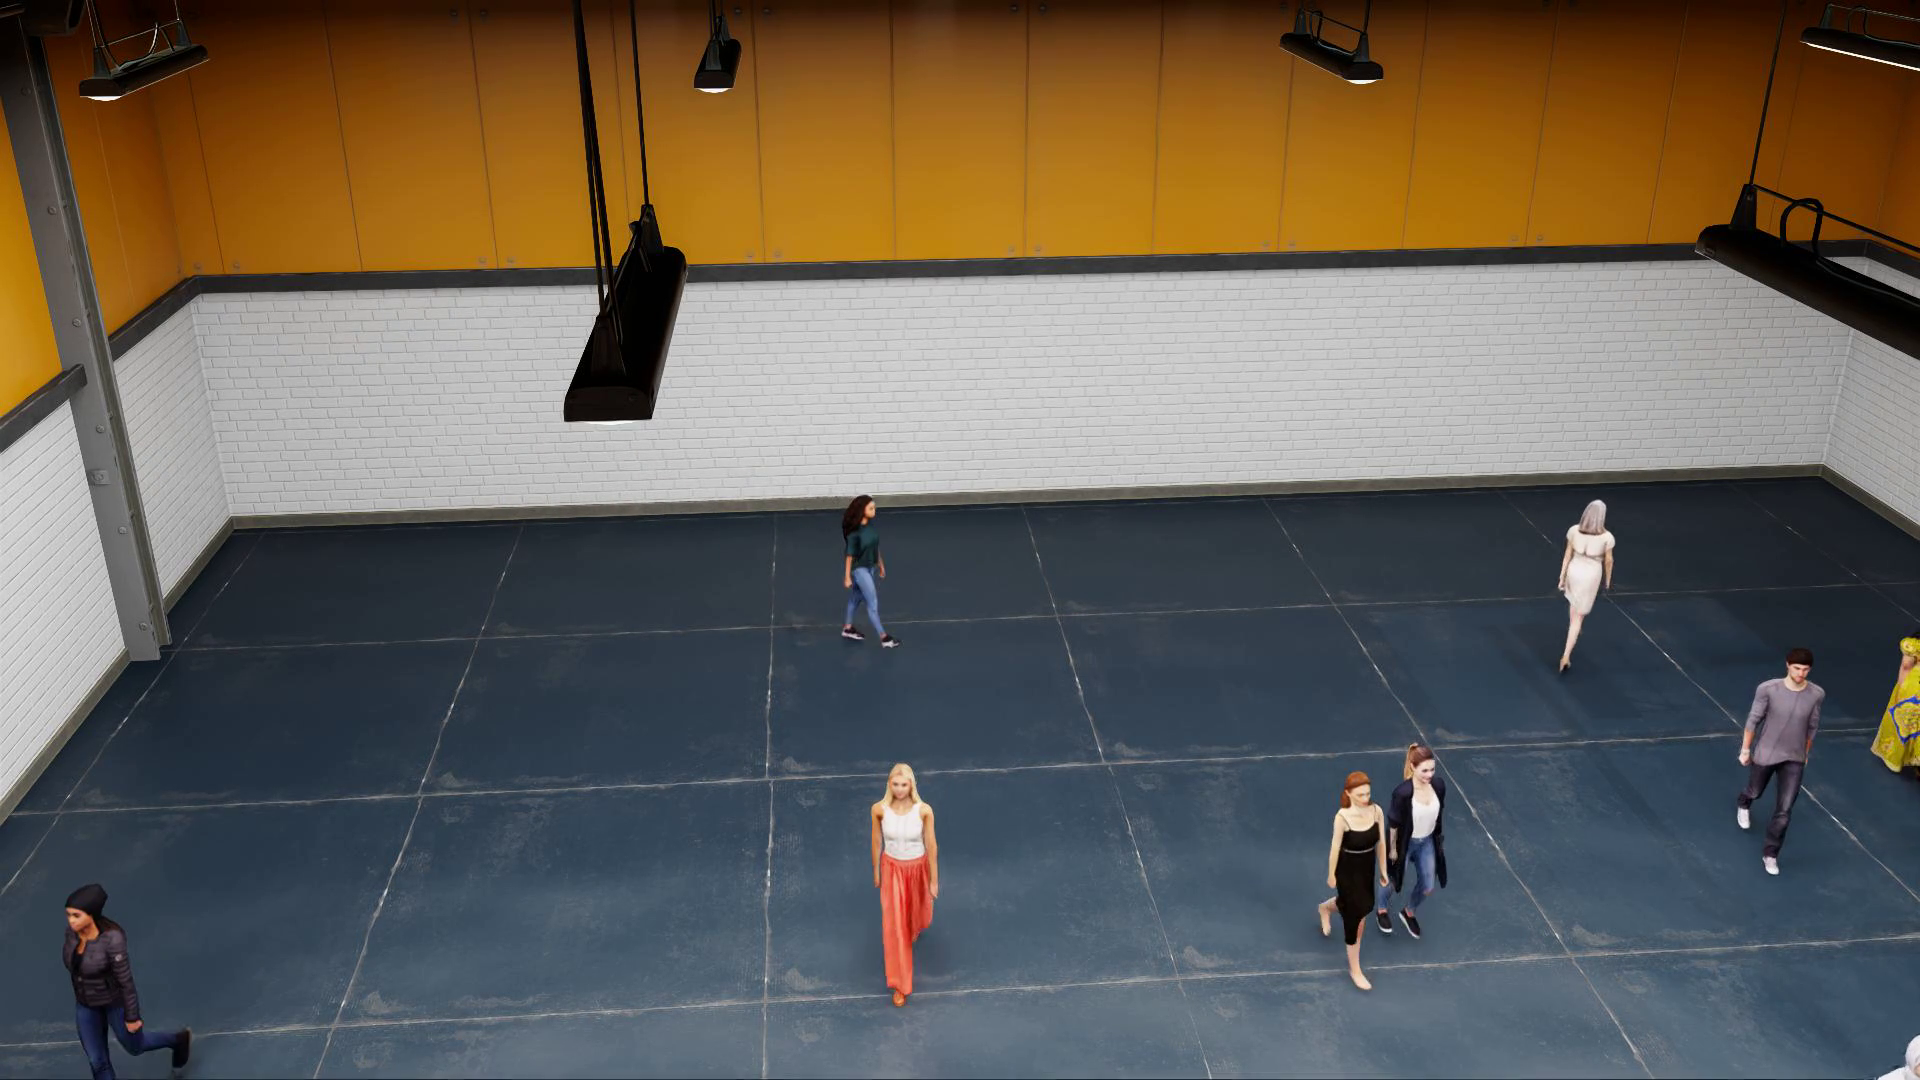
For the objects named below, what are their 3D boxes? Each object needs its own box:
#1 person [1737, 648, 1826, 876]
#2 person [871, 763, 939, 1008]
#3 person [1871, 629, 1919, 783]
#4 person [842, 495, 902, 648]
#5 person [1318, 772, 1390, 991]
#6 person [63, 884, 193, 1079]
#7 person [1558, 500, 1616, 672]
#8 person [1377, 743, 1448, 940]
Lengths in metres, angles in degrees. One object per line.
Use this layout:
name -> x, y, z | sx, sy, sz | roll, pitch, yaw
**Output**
person -> 6.533, 1.673, 13.311 | 0.956, 1.820, 1.239 | 6, 24, 14
person -> -0.372, 2.341, 11.847 | 0.756, 1.770, 1.196 | 1, 24, 3
person -> 8.288, 1.354, 14.261 | 0.959, 1.645, 1.081 | 10, 25, 21
person -> -1.054, 0.296, 16.751 | 0.966, 1.589, 0.994 | 12, 26, 25
person -> 2.816, 2.360, 12.023 | 0.786, 1.594, 1.106 | -10, 25, -21
person -> -5.335, 2.919, 10.584 | 0.916, 1.723, 1.183 | 8, 25, 17
person -> 6.047, 0.479, 16.199 | 1.029, 1.696, 1.150 | 15, 28, 31
person -> 3.308, 2.207, 12.300 | 0.720, 1.651, 0.790 | -7, 24, -15
